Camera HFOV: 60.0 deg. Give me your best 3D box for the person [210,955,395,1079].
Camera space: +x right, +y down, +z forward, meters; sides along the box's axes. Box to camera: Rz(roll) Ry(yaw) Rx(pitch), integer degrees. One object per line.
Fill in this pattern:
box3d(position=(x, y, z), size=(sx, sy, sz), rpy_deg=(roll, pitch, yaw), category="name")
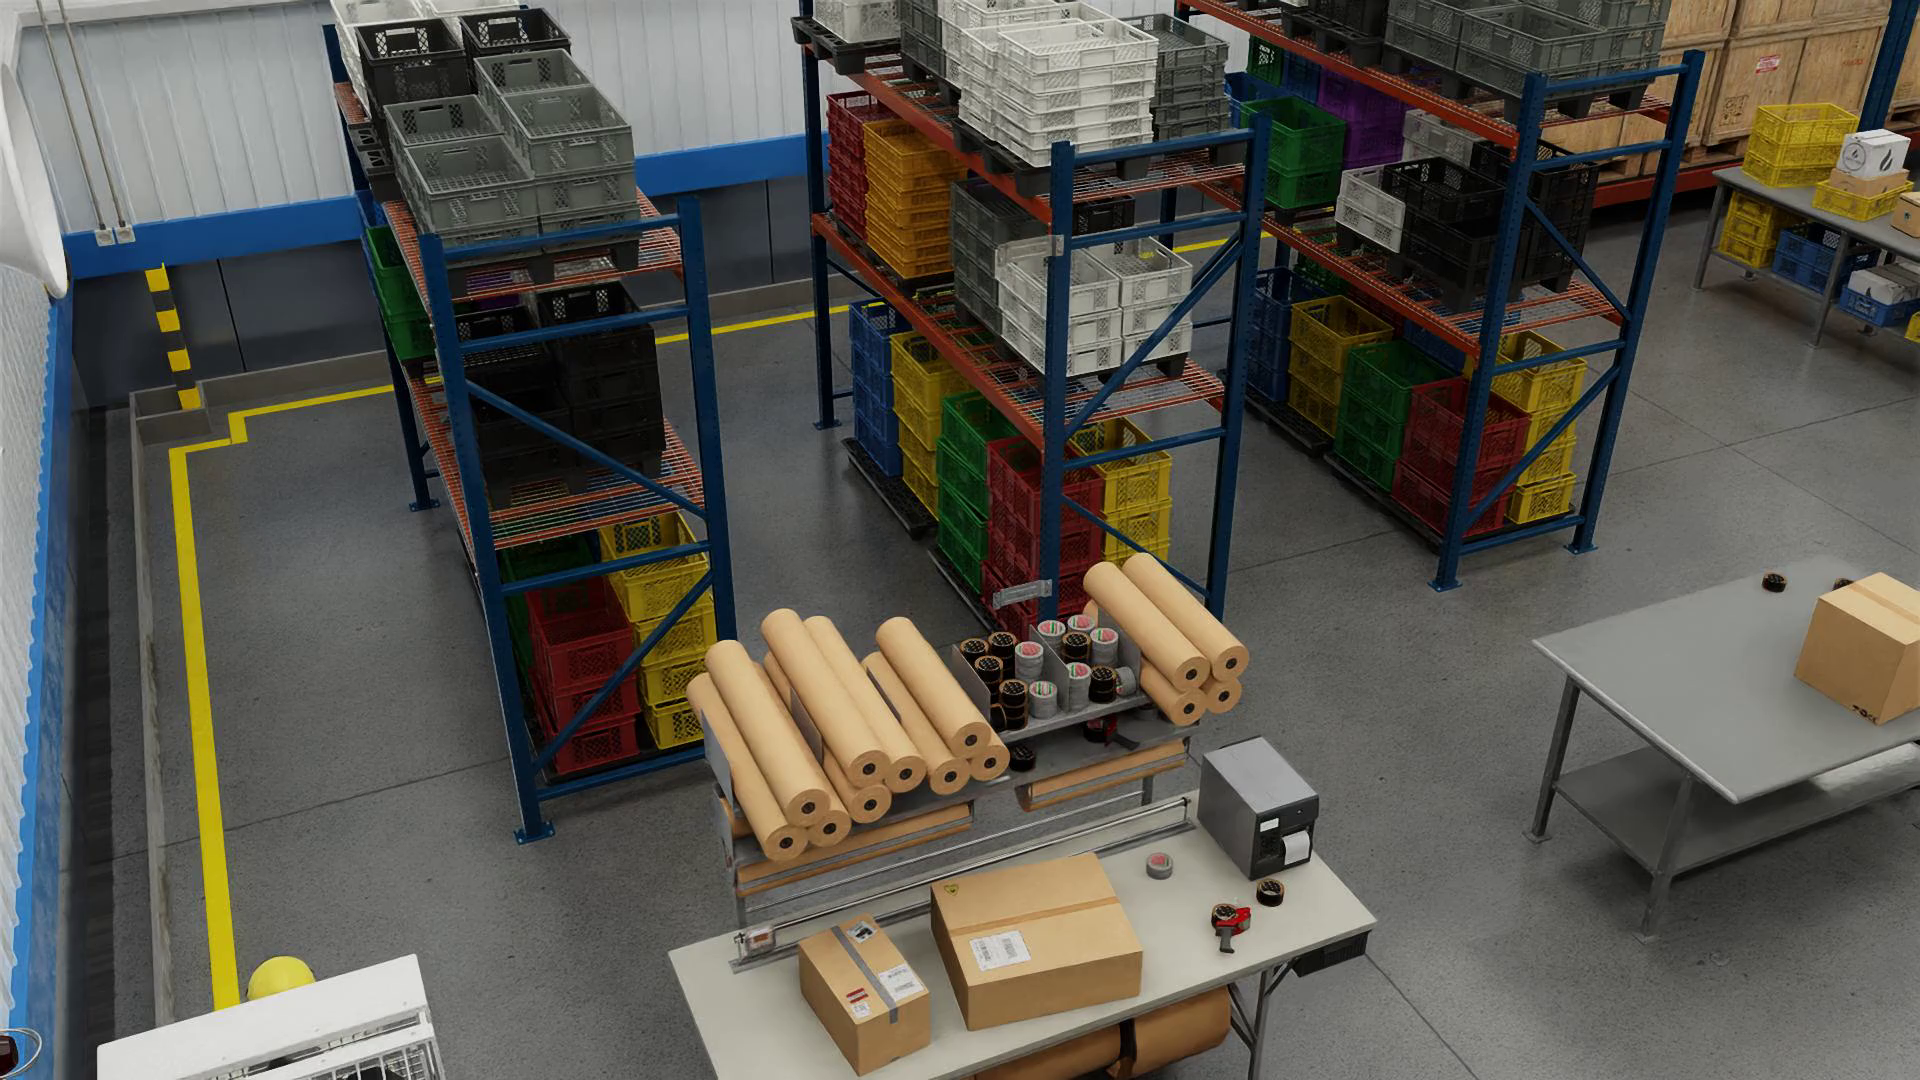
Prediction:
box3d(position=(-2.019, 1.985, 5.325), size=(0.523, 1.760, 0.323), rpy_deg=(-19, 37, -28), category="person")
